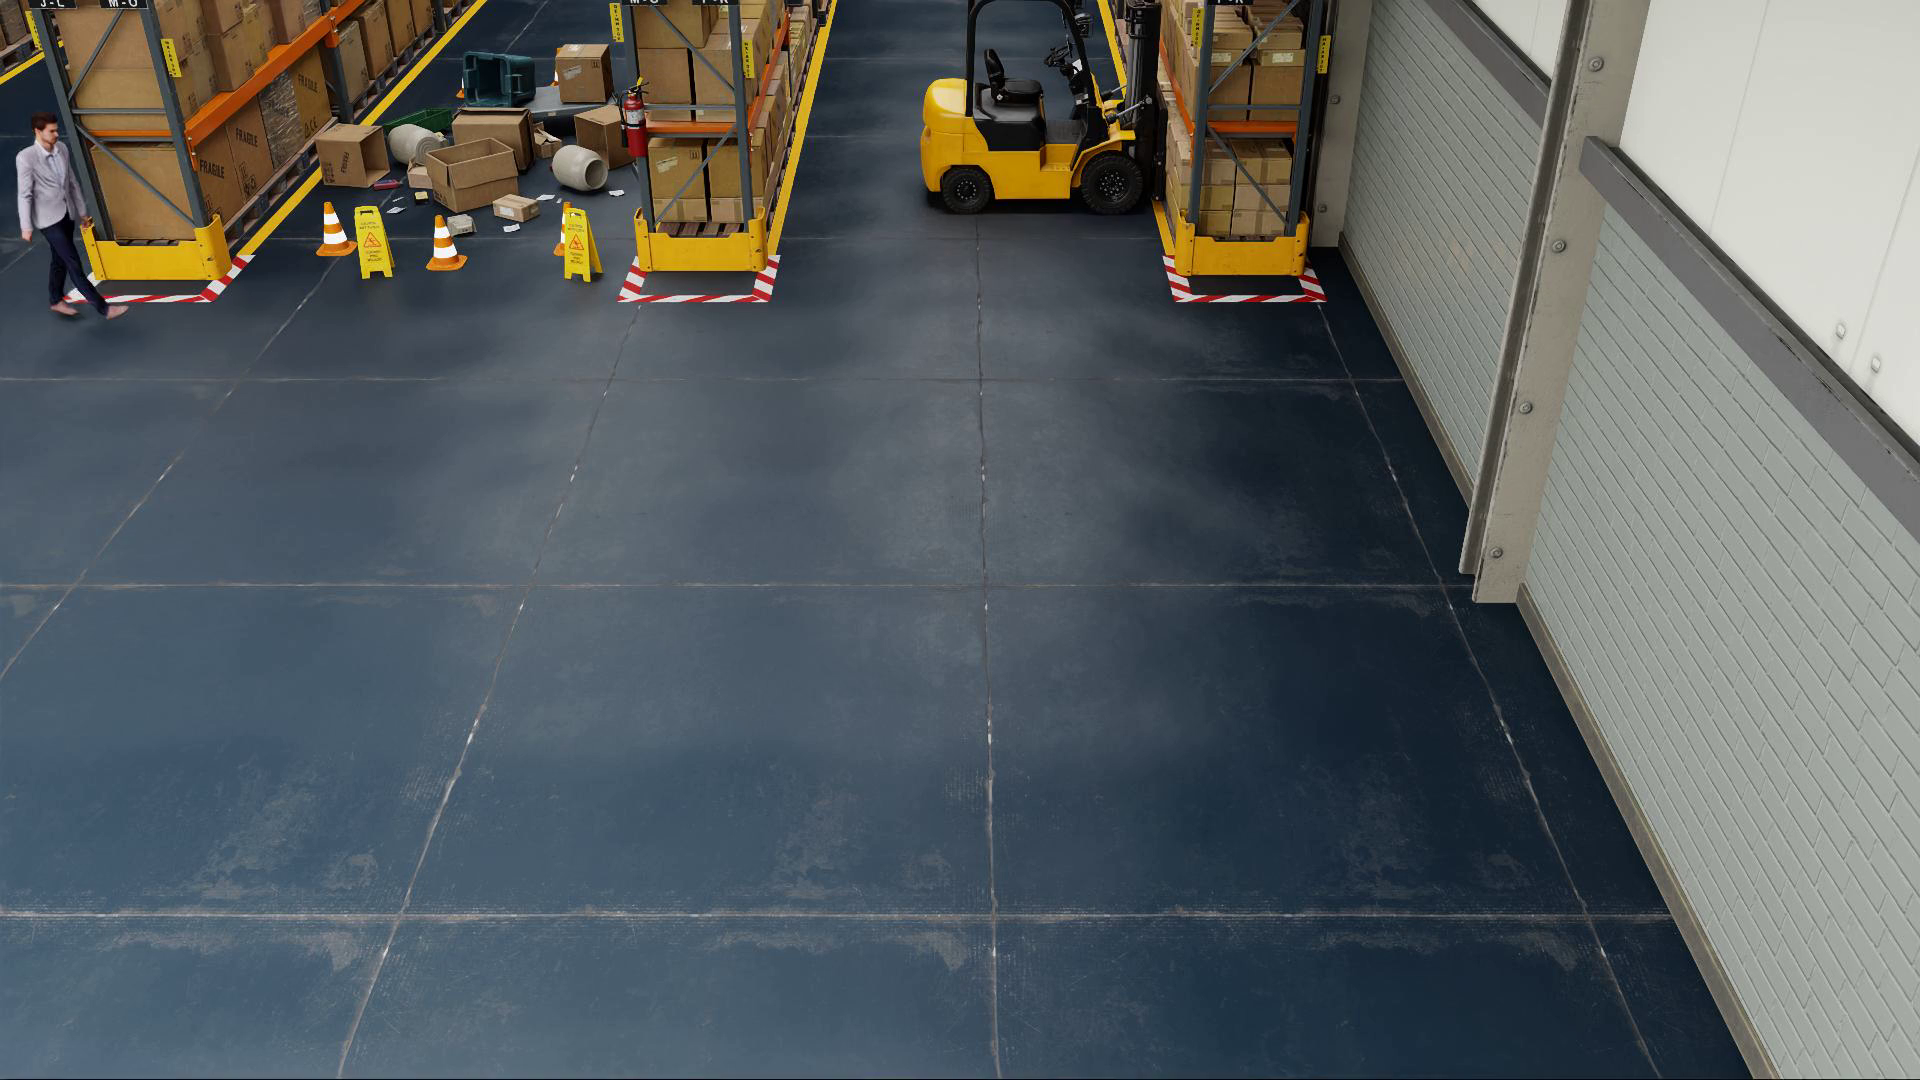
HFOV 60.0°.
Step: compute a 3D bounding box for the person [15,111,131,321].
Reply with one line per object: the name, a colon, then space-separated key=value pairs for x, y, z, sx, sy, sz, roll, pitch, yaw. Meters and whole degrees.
person: x=-7.698 y=-2.709 z=14.018 sx=0.992 sy=1.794 sz=1.159 roll=10 pitch=34 yaw=15
